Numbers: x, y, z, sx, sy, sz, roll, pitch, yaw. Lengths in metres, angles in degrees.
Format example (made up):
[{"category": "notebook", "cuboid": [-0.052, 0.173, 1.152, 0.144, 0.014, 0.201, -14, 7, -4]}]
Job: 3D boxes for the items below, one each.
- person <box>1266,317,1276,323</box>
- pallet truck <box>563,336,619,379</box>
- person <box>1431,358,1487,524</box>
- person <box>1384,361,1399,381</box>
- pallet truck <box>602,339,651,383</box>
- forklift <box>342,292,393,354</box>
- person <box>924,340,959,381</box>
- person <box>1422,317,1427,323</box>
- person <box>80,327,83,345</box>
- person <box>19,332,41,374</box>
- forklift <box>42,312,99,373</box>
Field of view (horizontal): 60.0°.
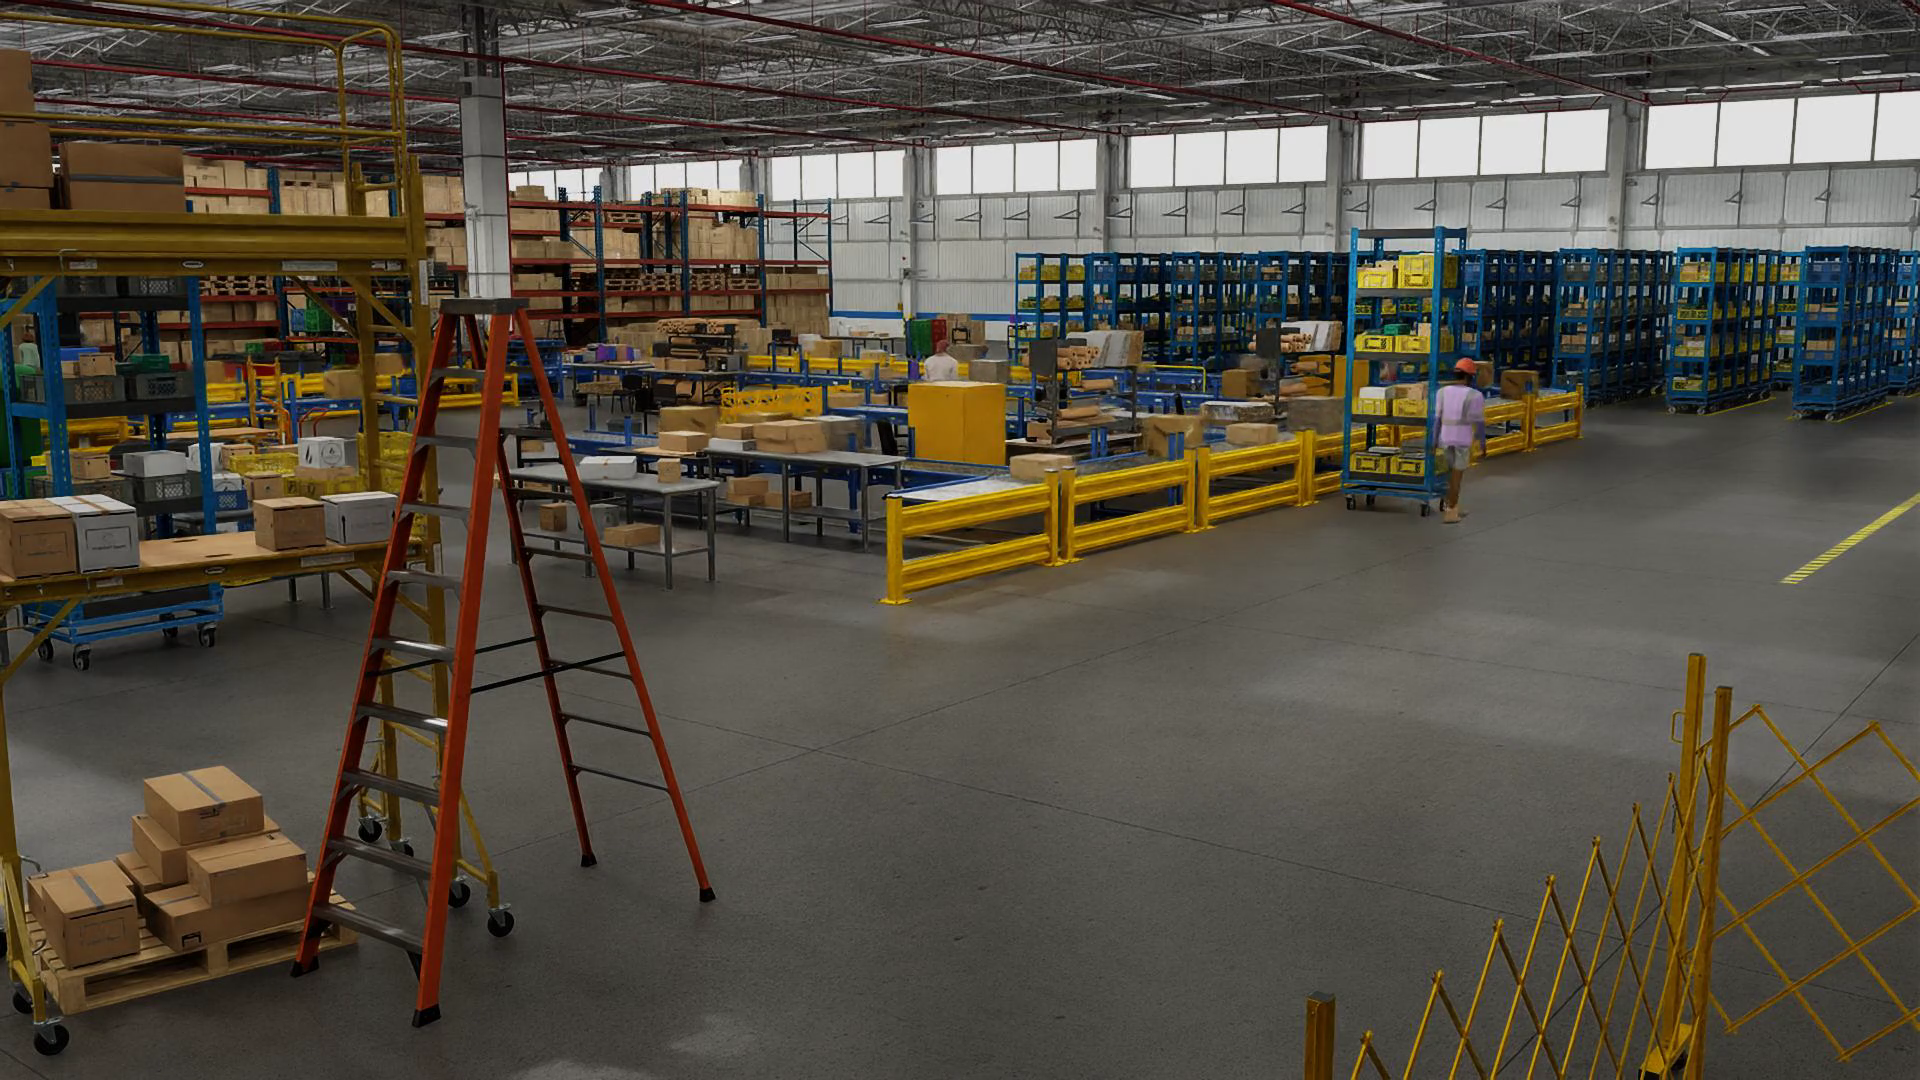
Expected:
[{"category": "person", "cuboid": [9.219, -5.785, 48.891, 0.622, 1.991, 0.389, -5, 10, -27]}, {"category": "pallet truck", "cuboid": [-10.690, -5.294, 48.215, 1.601, 1.201, 0.680, -5, 10, -26]}, {"category": "person", "cuboid": [6.149, -1.212, 20.296, 0.862, 2.008, 0.634, -8, 12, -42]}, {"category": "person", "cuboid": [9.277, -3.567, 35.806, 0.431, 1.754, 0.530, 8, 12, 39]}, {"category": "pallet truck", "cuboid": [-8.991, -4.871, 45.351, 0.653, 1.274, 1.630, 7, 11, 37]}, {"category": "forklift", "cuboid": [-16.485, -5.622, 45.120, 1.129, 2.768, 1.873, 7, 11, 37]}, {"category": "person", "cuboid": [-0.301, -2.507, 28.755, 0.642, 1.897, 0.399, 4, 10, 24]}, {"category": "person", "cuboid": [13.142, -5.397, 46.963, 0.586, 1.837, 0.403, 1, 9, 5]}, {"category": "person", "cuboid": [-28.913, -6.482, 54.206, 0.547, 1.678, 0.504, 3, 10, 20]}, {"category": "person", "cuboid": [-22.315, -4.171, 39.939, 0.499, 1.634, 0.279, 2, 9, 11]}, {"category": "forklift", "cuboid": [-23.779, -5.451, 44.052, 1.873, 2.768, 1.129, 7, 11, 36]}]
